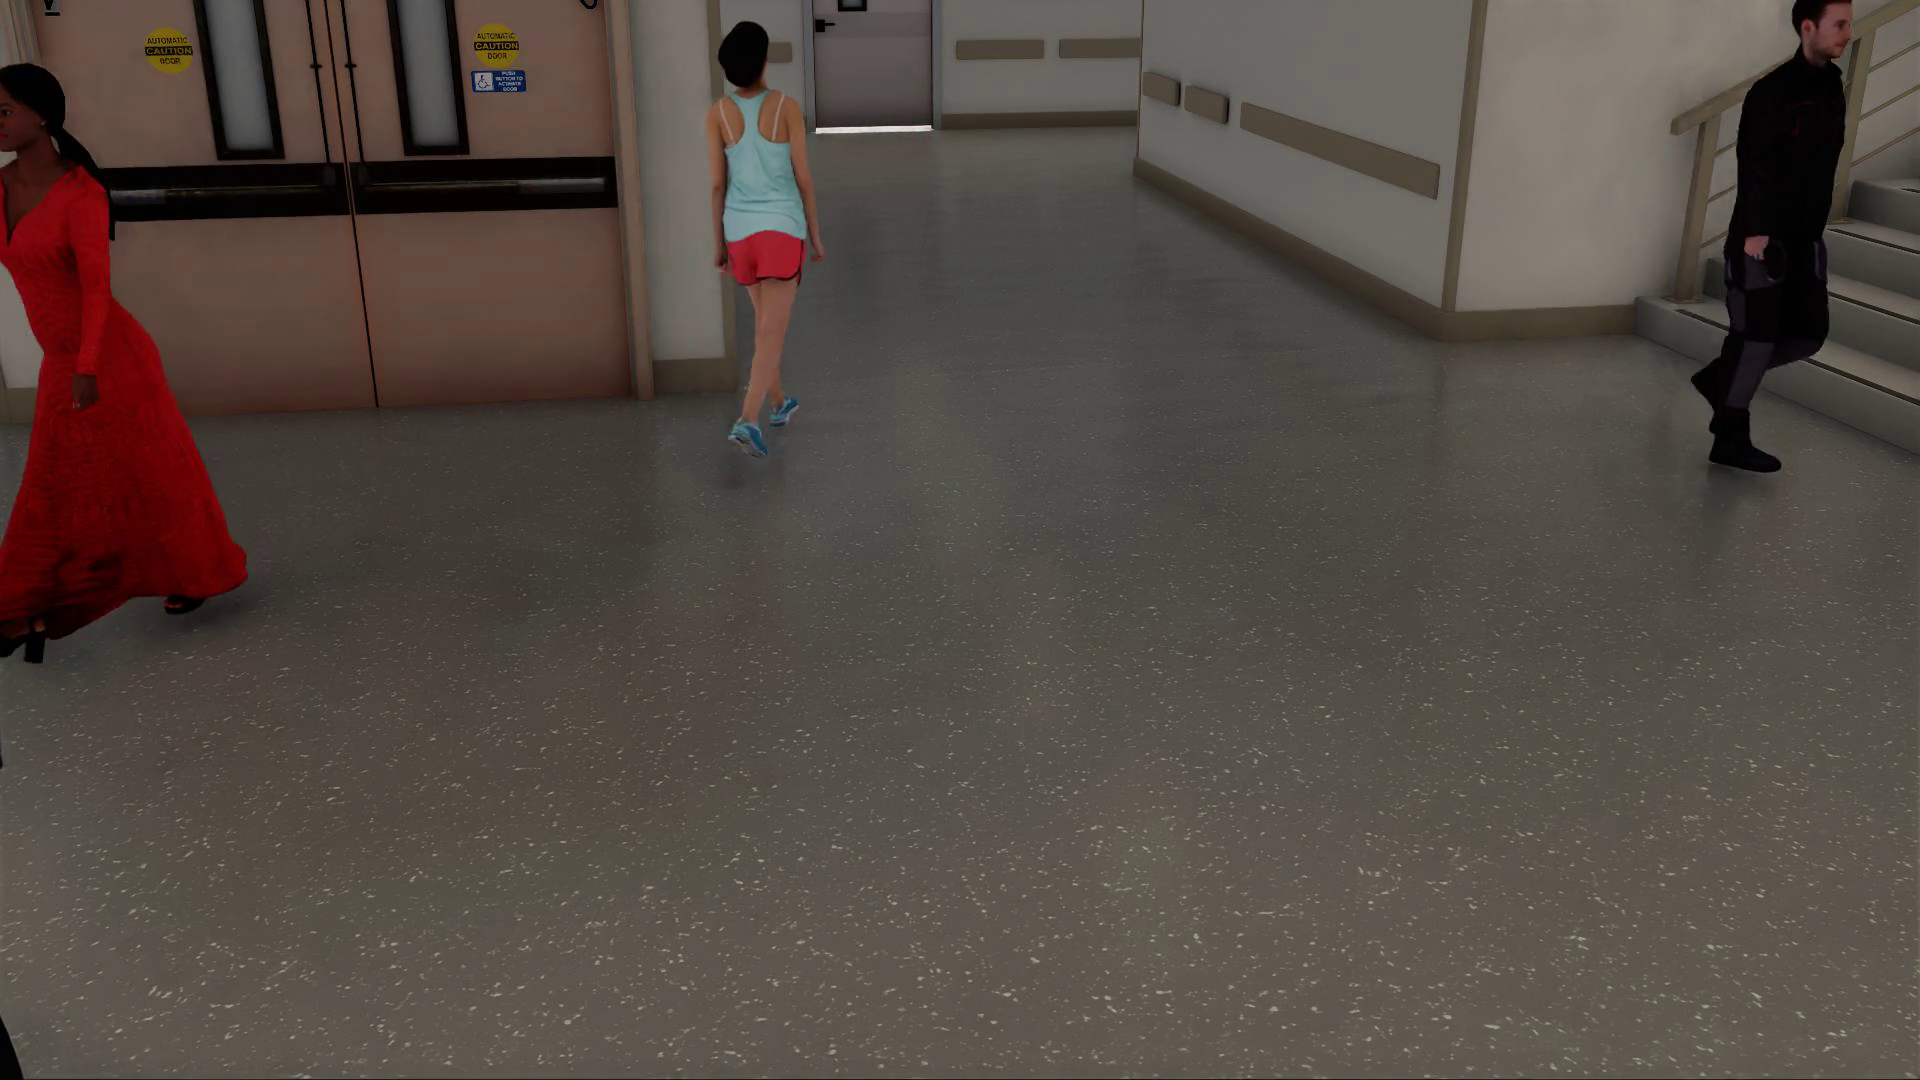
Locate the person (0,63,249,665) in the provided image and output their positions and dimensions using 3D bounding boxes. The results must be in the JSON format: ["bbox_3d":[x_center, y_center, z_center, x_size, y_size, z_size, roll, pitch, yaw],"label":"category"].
[{"bbox_3d":[-2.538,-0.513,5.040,1.214,1.730,1.074,7,22,19],"label":"person"}]

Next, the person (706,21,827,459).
[{"bbox_3d":[-0.815,-1.182,6.811,1.199,1.728,0.996,5,21,14],"label":"person"}]

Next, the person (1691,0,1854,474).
[{"bbox_3d":[3.218,-1.232,6.705,0.878,1.896,0.895,-11,24,-28],"label":"person"}]
